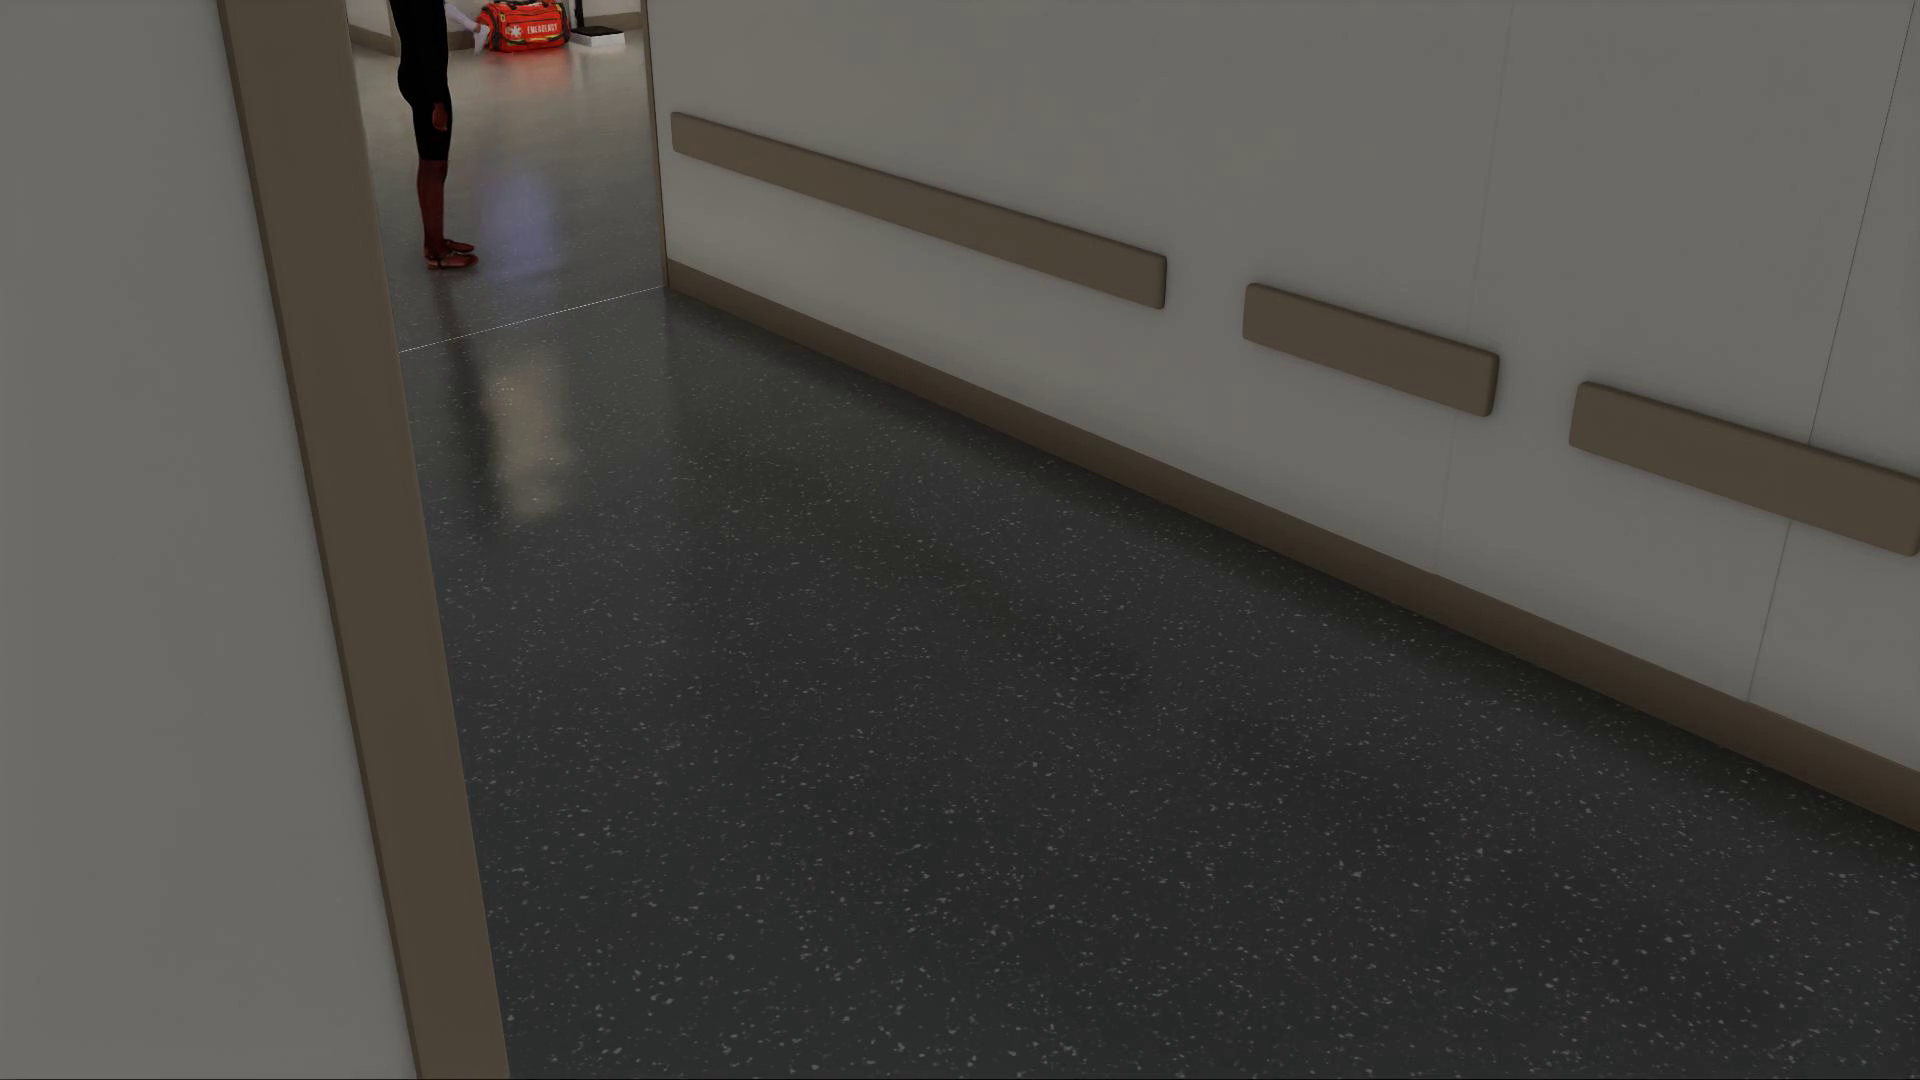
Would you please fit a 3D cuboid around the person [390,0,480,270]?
[{"bbox_3d":[-2.684,-2.247,8.398,0.610,1.722,0.661,-10,27,-19],"label":"person"}]
